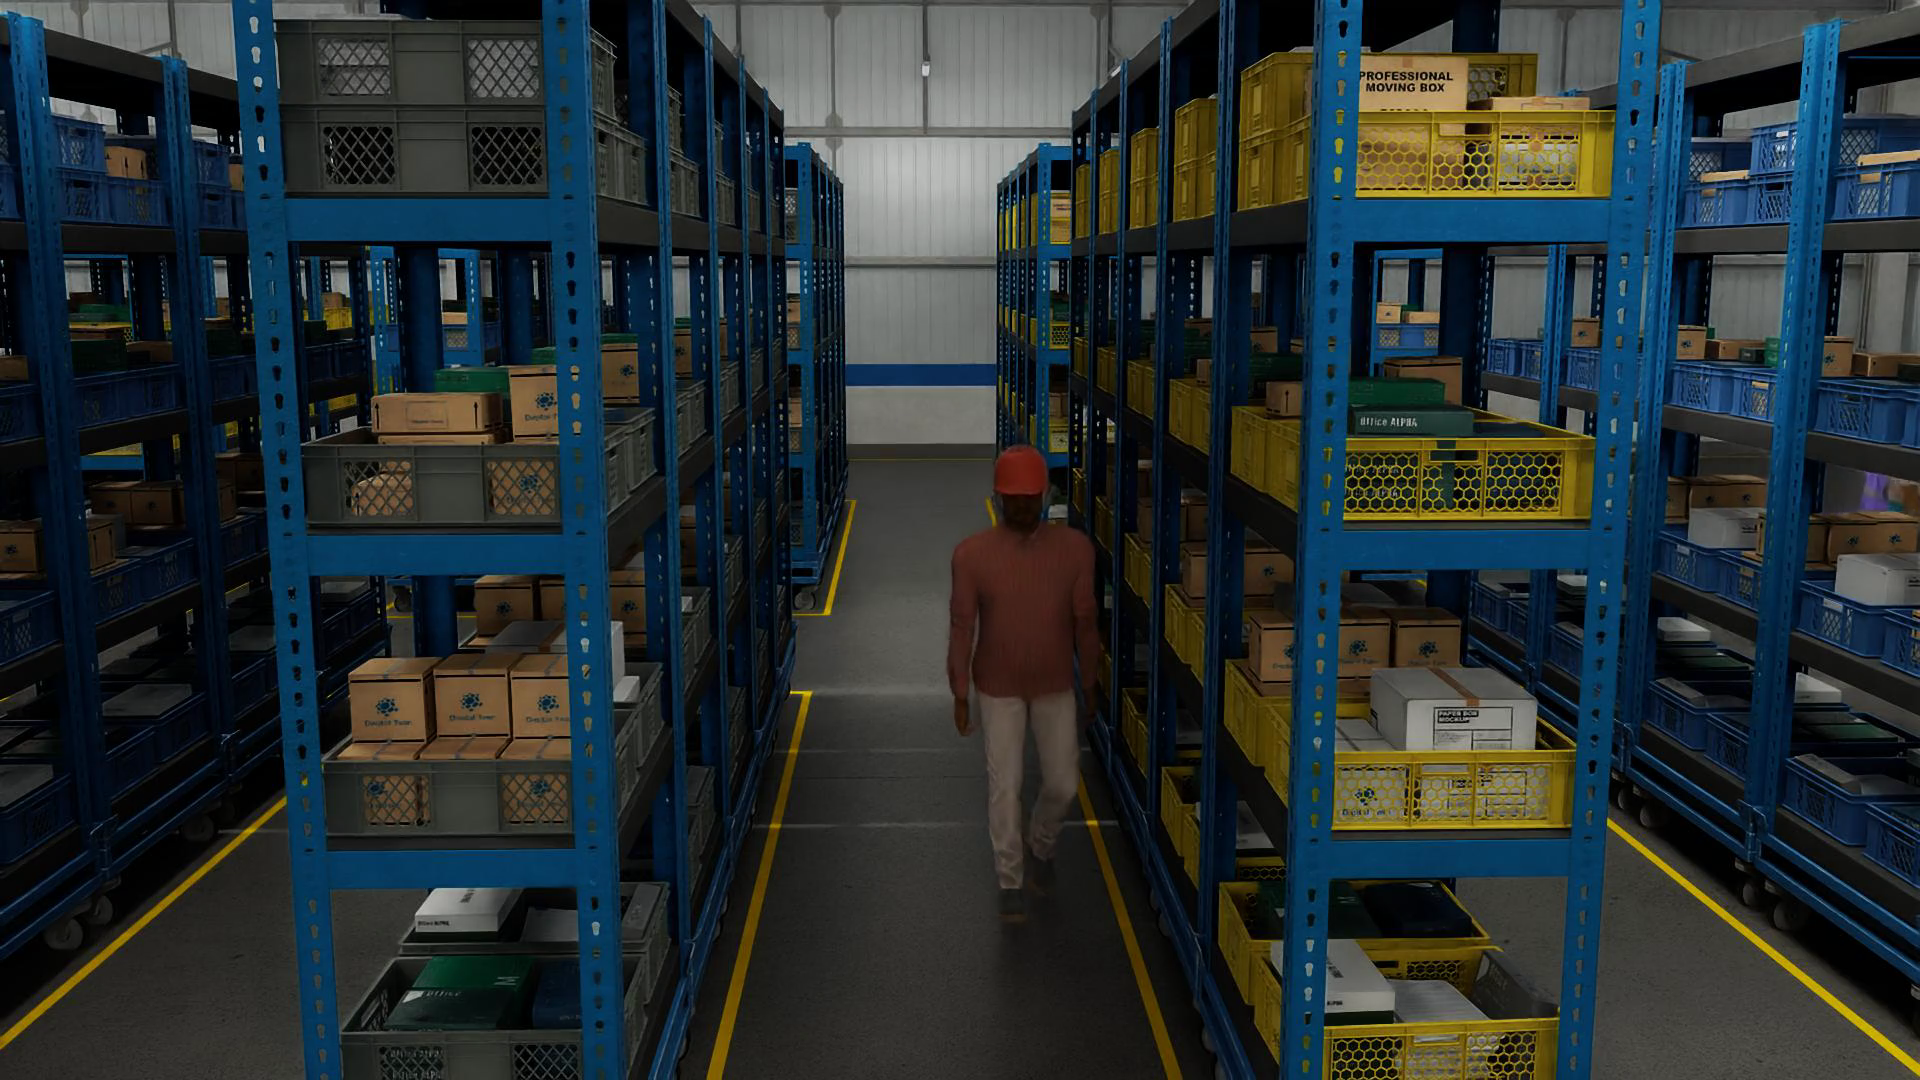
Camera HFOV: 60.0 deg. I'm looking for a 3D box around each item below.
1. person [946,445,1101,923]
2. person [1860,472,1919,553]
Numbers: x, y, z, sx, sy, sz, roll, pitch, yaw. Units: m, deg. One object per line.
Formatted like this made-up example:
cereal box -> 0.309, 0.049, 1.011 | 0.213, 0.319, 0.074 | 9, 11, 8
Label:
person -> 0.259, 0.591, 6.795 | 0.643, 1.976, 0.427 | -1, 9, -4
person -> 6.380, -0.091, 11.386 | 0.470, 1.830, 0.579 | 2, 10, 13
